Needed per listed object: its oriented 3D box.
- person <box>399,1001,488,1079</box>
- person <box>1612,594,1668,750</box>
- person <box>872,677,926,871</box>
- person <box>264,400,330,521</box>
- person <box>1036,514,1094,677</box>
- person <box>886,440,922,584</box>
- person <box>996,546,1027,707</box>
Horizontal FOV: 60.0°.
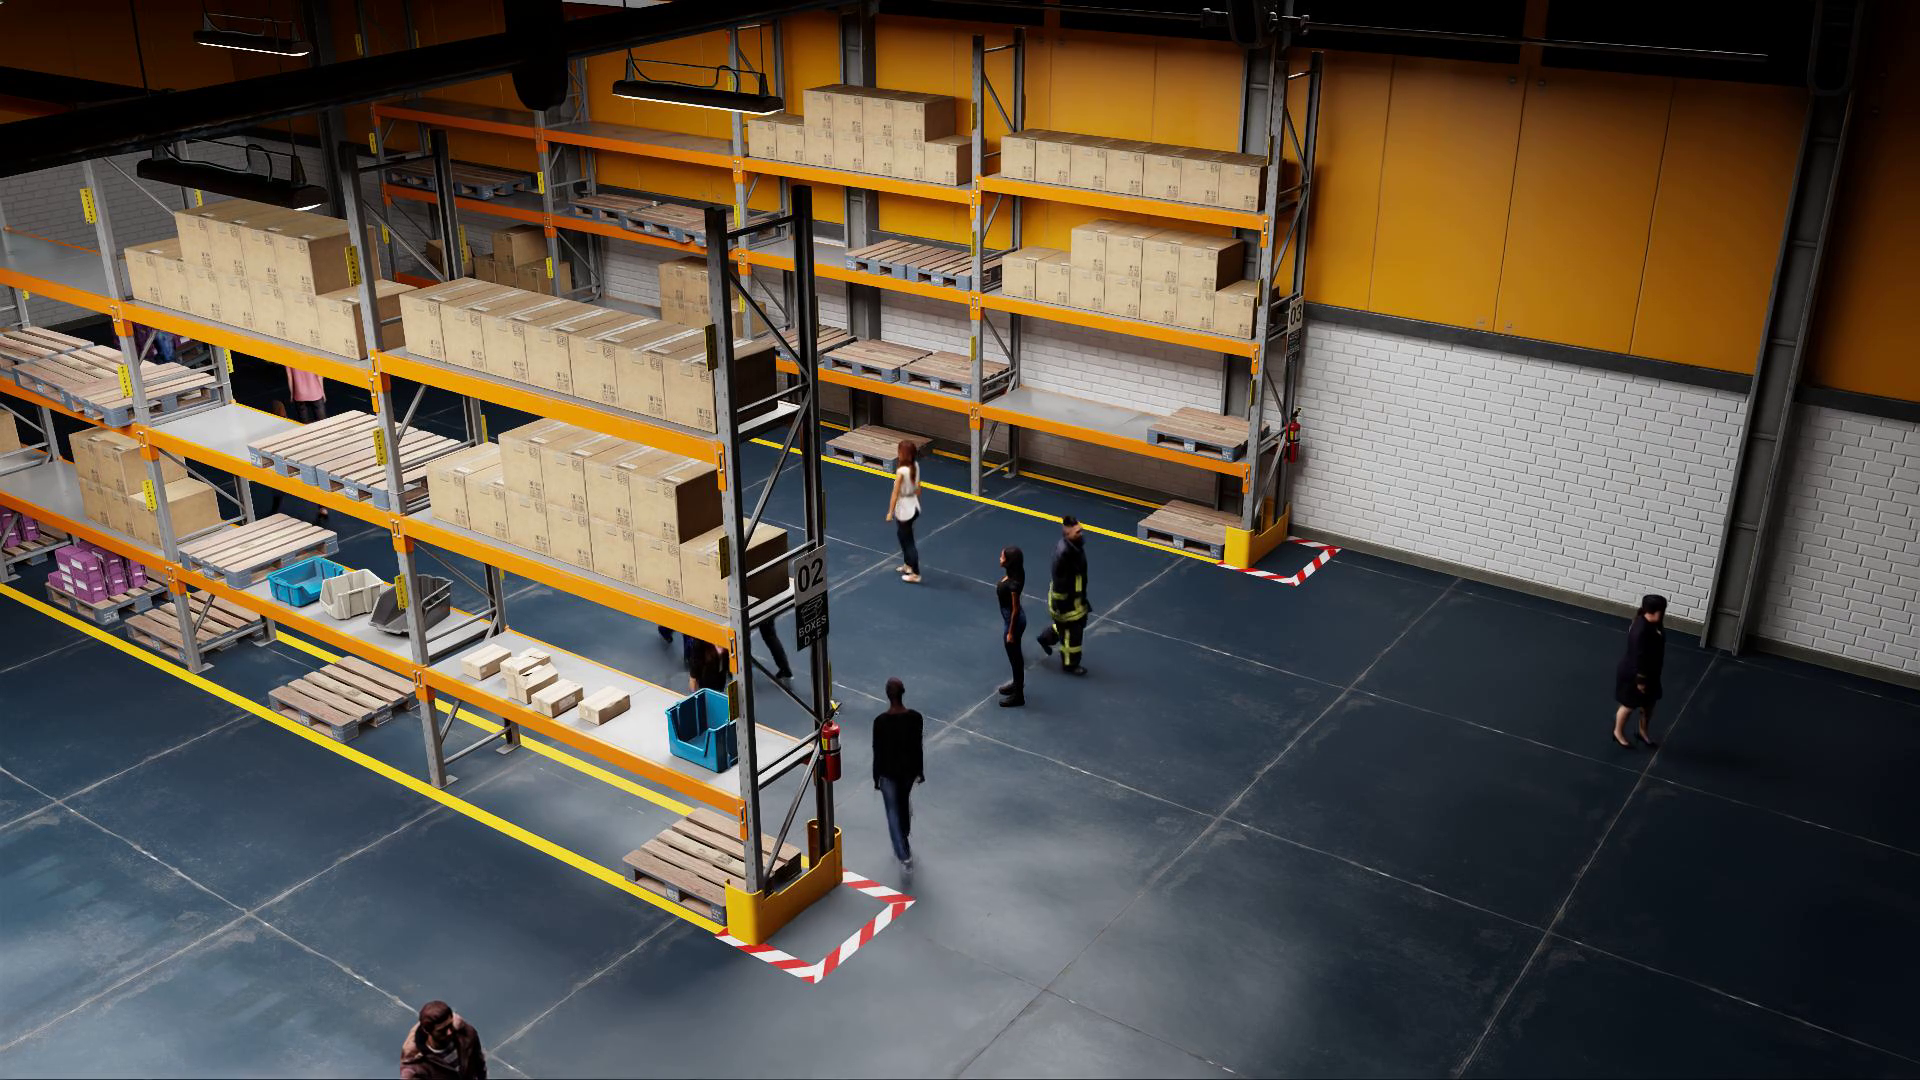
[{"bbox_3d":[-3.195,3.650,10.446,0.684,1.848,0.766,13,27,27],"label":"person"},{"bbox_3d":[6.520,1.269,16.128,0.751,1.658,0.748,18,30,36],"label":"person"},{"bbox_3d":[-0.512,2.034,14.296,0.956,1.724,1.086,-7,24,-15],"label":"person"},{"bbox_3d":[-8.484,-0.962,21.235,1.203,1.656,0.898,5,24,12],"label":"person"},{"bbox_3d":[1.068,0.544,17.559,0.975,1.842,0.891,8,25,17],"label":"person"},{"bbox_3d":[-0.539,-0.306,19.591,0.683,1.771,0.646,11,26,23],"label":"person"},{"bbox_3d":[0.549,0.865,16.953,0.684,1.738,0.658,1,24,3],"label":"person"}]
